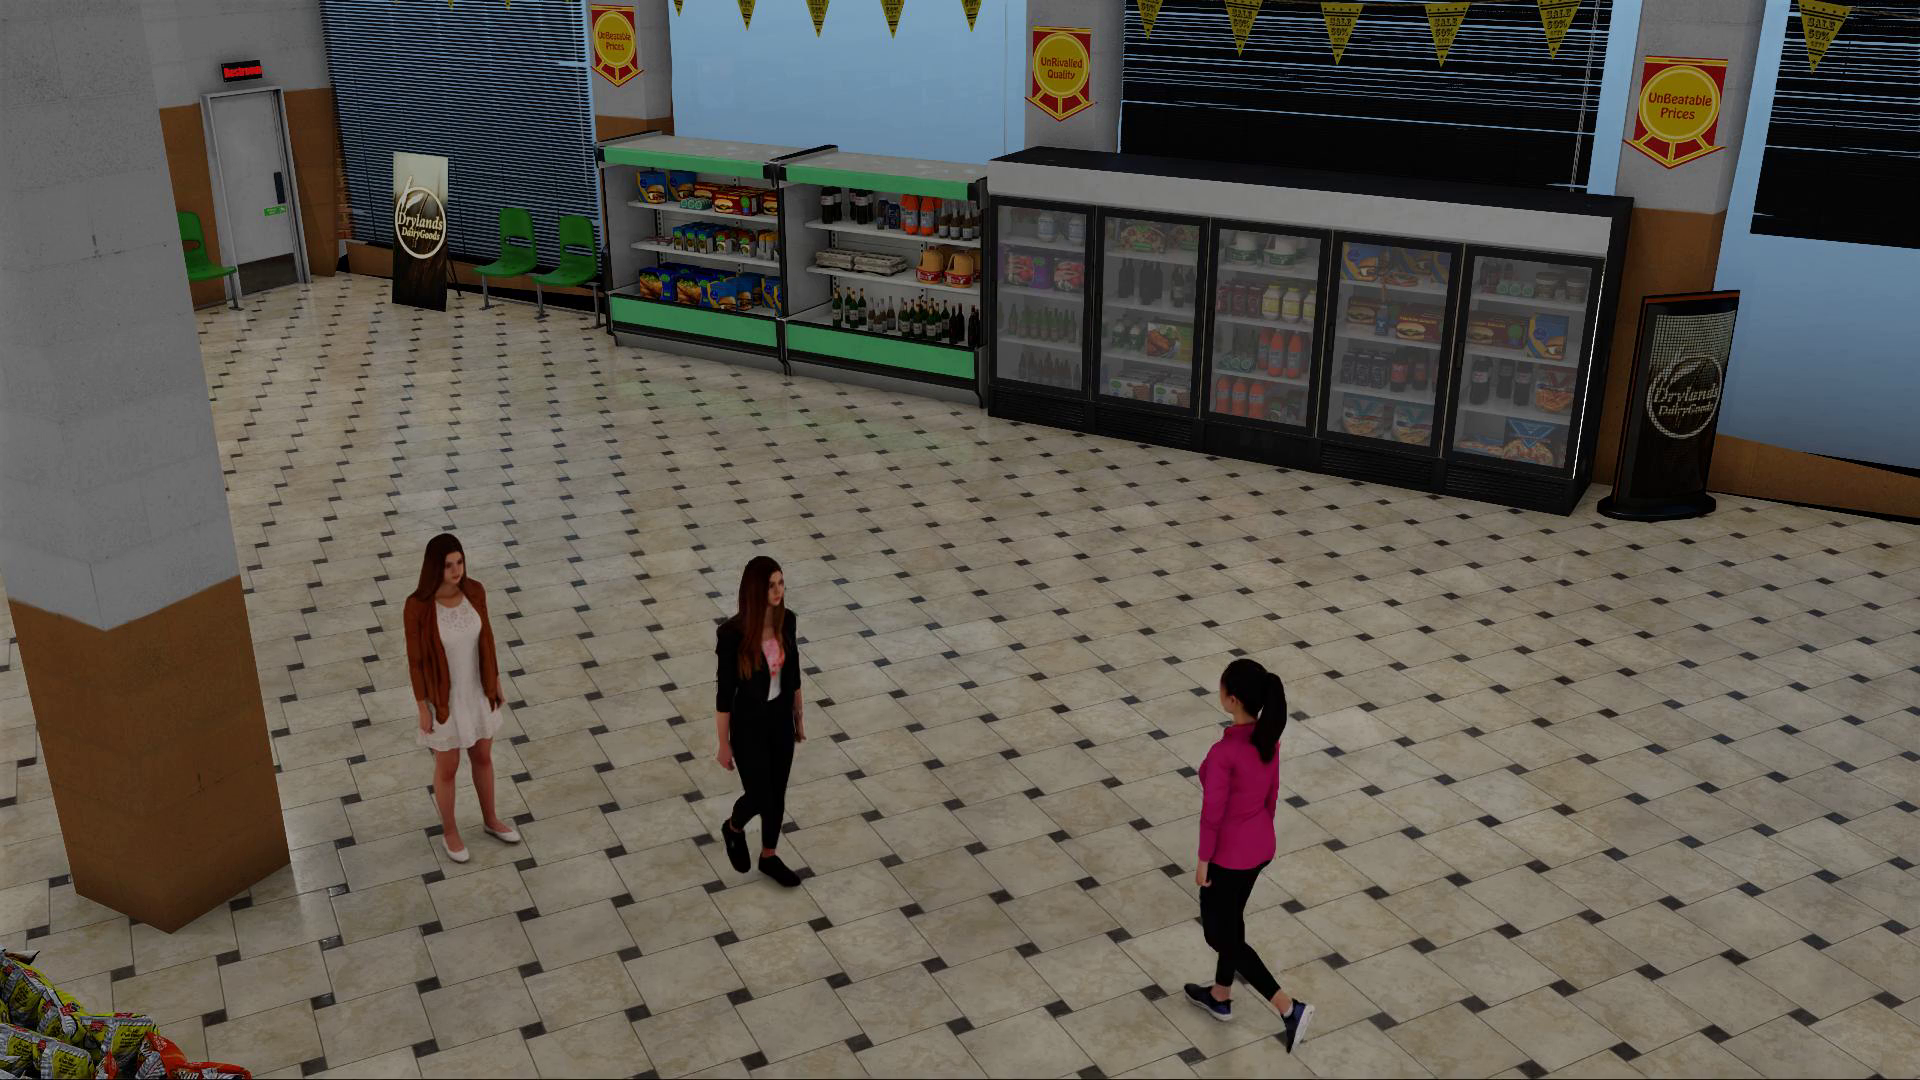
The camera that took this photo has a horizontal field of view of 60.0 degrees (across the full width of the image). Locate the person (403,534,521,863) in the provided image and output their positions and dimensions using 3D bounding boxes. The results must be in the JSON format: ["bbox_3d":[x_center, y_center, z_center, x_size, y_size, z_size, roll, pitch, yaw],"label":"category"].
[{"bbox_3d":[-2.477,0.748,8.148,0.636,1.716,0.663,20,29,40],"label":"person"}]

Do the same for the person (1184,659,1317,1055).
[{"bbox_3d":[1.199,1.318,6.773,1.009,1.684,0.761,18,28,38],"label":"person"}]

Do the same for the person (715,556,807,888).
[{"bbox_3d":[-1.003,0.854,7.907,0.720,1.699,0.762,-20,29,-40],"label":"person"}]
